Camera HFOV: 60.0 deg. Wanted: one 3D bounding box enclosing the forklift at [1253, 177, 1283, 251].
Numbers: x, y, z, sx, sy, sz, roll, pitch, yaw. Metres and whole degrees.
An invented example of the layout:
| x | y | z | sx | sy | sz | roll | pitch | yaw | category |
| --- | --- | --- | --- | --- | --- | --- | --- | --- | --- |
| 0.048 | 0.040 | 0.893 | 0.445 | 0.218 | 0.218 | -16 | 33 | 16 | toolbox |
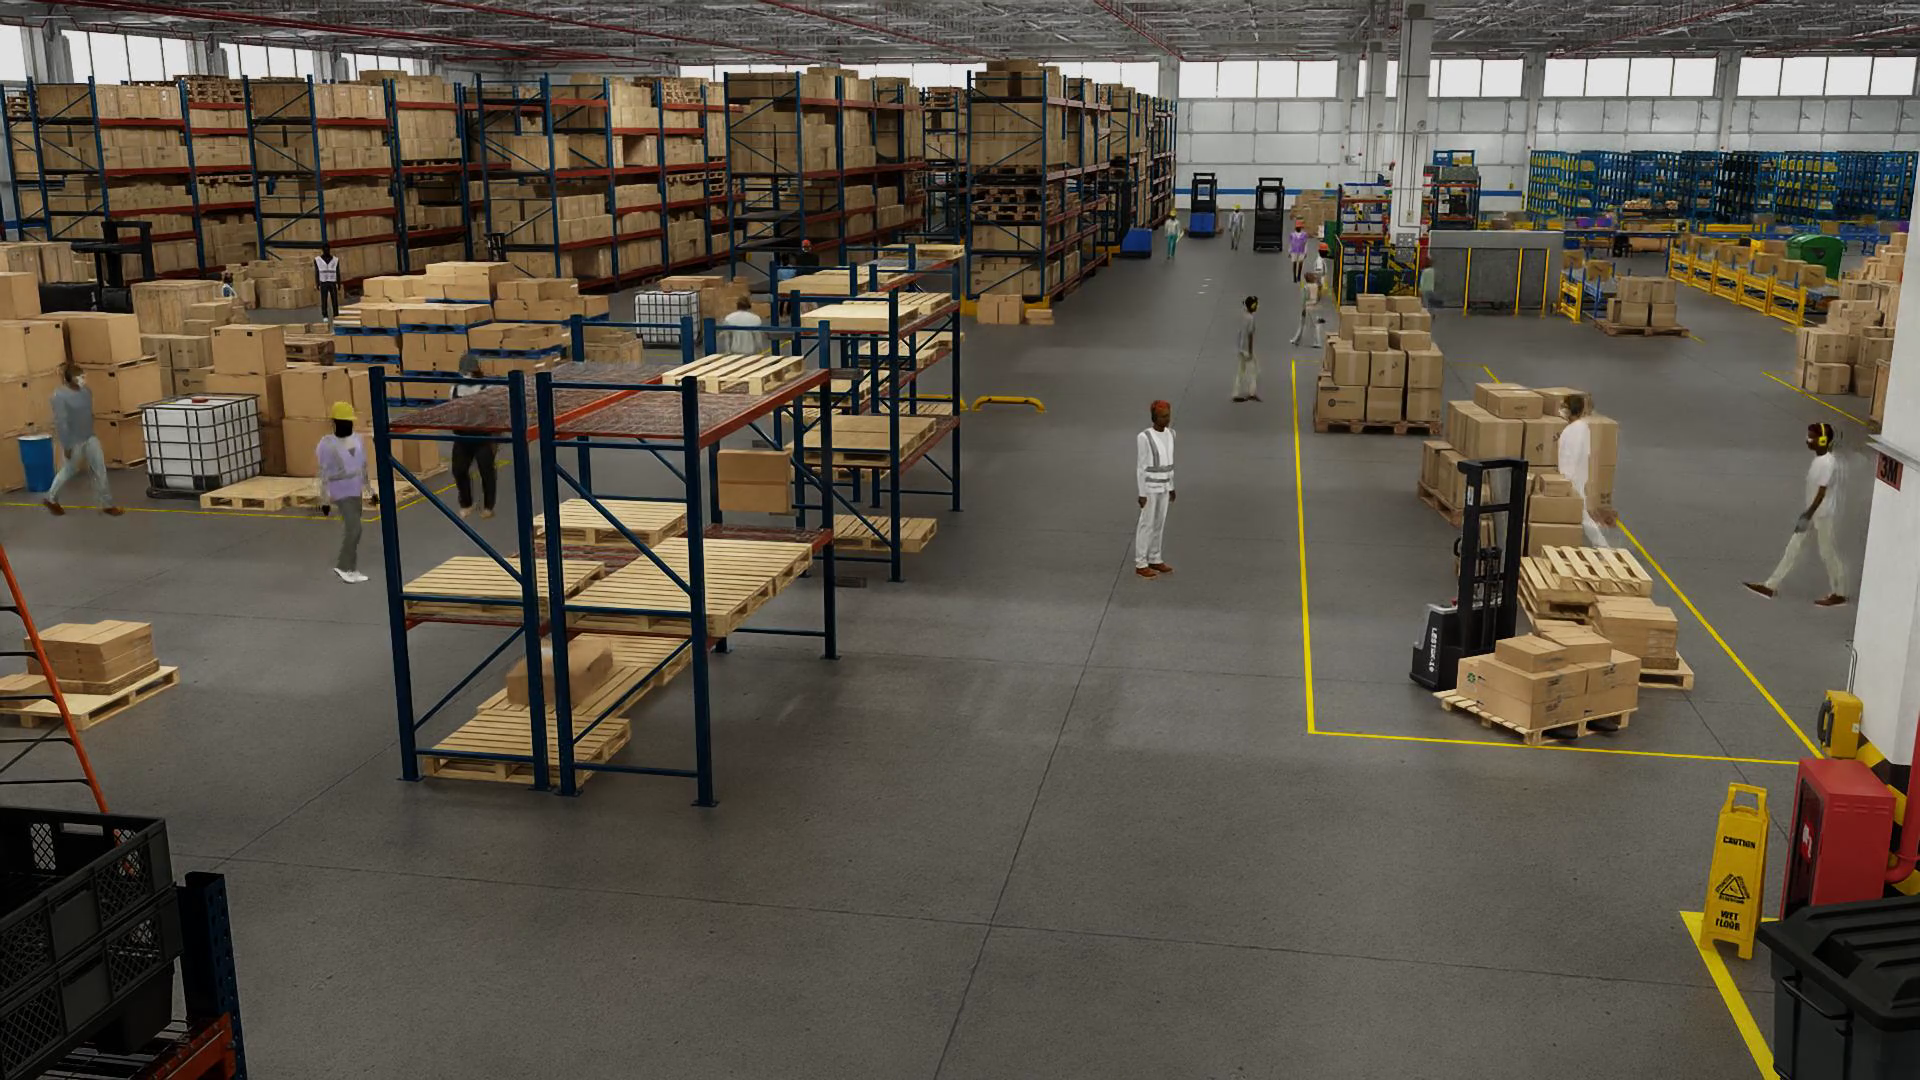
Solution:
| x | y | z | sx | sy | sz | roll | pitch | yaw | category |
| --- | --- | --- | --- | --- | --- | --- | --- | --- | --- |
| 12.083 | -12.747 | 64.956 | 1.129 | 2.768 | 1.873 | 3 | 14 | 10 | forklift |

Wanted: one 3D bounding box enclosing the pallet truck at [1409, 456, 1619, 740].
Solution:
| x | y | z | sx | sy | sz | roll | pitch | yaw | category |
| --- | --- | --- | --- | --- | --- | --- | --- | --- | --- |
| 4.504 | 0.400 | 13.395 | 0.823 | 1.965 | 1.885 | -6 | 15 | -23 | pallet truck |

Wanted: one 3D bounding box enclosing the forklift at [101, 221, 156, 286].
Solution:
| x | y | z | sx | sy | sz | roll | pitch | yaw | category |
| --- | --- | --- | --- | --- | --- | --- | --- | --- | --- |
| -16.772 | -5.071 | 33.793 | 1.129 | 2.768 | 1.873 | 3 | 14 | 10 | forklift |

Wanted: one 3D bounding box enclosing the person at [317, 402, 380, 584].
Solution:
| x | y | z | sx | sy | sz | roll | pitch | yaw | category |
| --- | --- | --- | --- | --- | --- | --- | --- | --- | --- |
| -6.302 | -0.484 | 17.174 | 0.438 | 1.909 | 0.590 | 4 | 14 | 17 | person |

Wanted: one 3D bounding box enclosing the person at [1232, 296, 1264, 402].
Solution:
| x | y | z | sx | sy | sz | roll | pitch | yaw | category |
| --- | --- | --- | --- | --- | --- | --- | --- | --- | --- |
| 5.005 | -3.286 | 28.686 | 0.676 | 1.848 | 0.534 | -5 | 15 | -20 | person |

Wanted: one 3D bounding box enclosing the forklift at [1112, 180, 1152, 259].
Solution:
| x | y | z | sx | sy | sz | roll | pitch | yaw | category |
| --- | --- | --- | --- | --- | --- | --- | --- | --- | --- |
| 6.082 | -11.722 | 60.796 | 1.873 | 2.768 | 1.129 | 2 | 14 | 9 | forklift |

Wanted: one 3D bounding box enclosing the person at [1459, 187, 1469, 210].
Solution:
| x | y | z | sx | sy | sz | roll | pitch | yaw | category |
| --- | --- | --- | --- | --- | --- | --- | --- | --- | --- |
| 24.684 | -16.341 | 81.534 | 0.604 | 1.924 | 0.854 | -8 | 16 | -29 | person |

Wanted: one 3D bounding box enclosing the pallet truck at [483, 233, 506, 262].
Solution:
| x | y | z | sx | sy | sz | roll | pitch | yaw | category |
| --- | --- | --- | --- | --- | --- | --- | --- | --- | --- |
| -11.832 | -7.026 | 43.548 | 1.885 | 1.965 | 0.823 | 8 | 16 | 28 | pallet truck |

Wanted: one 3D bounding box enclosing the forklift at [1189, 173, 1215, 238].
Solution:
| x | y | z | sx | sy | sz | roll | pitch | yaw | category |
| --- | --- | --- | --- | --- | --- | --- | --- | --- | --- |
| 10.590 | -14.589 | 72.436 | 1.129 | 2.768 | 1.873 | 2 | 14 | 10 | forklift |

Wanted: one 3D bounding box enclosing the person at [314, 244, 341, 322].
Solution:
| x | y | z | sx | sy | sz | roll | pitch | yaw | category |
| --- | --- | --- | --- | --- | --- | --- | --- | --- | --- |
| -15.524 | -6.323 | 40.878 | 0.587 | 1.911 | 0.397 | -8 | 16 | -29 | person |

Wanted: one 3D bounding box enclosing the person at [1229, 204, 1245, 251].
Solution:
| x | y | z | sx | sy | sz | roll | pitch | yaw | category |
| --- | --- | --- | --- | --- | --- | --- | --- | --- | --- |
| 10.838 | -12.239 | 65.119 | 0.589 | 1.802 | 0.692 | 2 | 14 | 8 | person |

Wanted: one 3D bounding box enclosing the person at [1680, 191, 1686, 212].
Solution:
| x | y | z | sx | sy | sz | roll | pitch | yaw | category |
| --- | --- | --- | --- | --- | --- | --- | --- | --- | --- |
| 35.039 | -16.045 | 80.548 | 0.730 | 1.814 | 0.582 | 1 | 14 | 5 | person |

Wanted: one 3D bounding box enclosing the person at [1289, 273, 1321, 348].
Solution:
| x | y | z | sx | sy | sz | roll | pitch | yaw | category |
| --- | --- | --- | --- | --- | --- | --- | --- | --- | --- |
| 7.546 | -4.981 | 36.039 | 0.543 | 1.597 | 0.839 | -10 | 17 | -34 | person |

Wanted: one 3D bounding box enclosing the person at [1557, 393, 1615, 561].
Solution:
| x | y | z | sx | sy | sz | roll | pitch | yaw | category |
| --- | --- | --- | --- | --- | --- | --- | --- | --- | --- |
| 6.576 | -0.625 | 17.777 | 1.004 | 1.902 | 0.646 | 5 | 15 | 19 | person |

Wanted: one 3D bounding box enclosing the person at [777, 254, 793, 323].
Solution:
| x | y | z | sx | sy | sz | roll | pitch | yaw | category |
| --- | --- | --- | --- | --- | --- | --- | --- | --- | --- |
| -4.274 | -6.151 | 40.634 | 0.322 | 1.684 | 0.566 | 10 | 17 | 36 | person |

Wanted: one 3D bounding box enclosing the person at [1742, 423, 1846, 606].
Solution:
| x | y | z | sx | sy | sz | roll | pitch | yaw | category |
| --- | --- | --- | --- | --- | --- | --- | --- | --- | --- |
| 8.343 | -0.240 | 16.365 | 0.960 | 1.817 | 0.512 | 2 | 14 | 8 | person |

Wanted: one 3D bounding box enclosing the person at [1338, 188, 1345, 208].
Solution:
| x | y | z | sx | sy | sz | roll | pitch | yaw | category |
| --- | --- | --- | --- | --- | --- | --- | --- | --- | --- |
| 18.344 | -15.955 | 79.963 | 1.085 | 1.927 | 0.629 | -3 | 14 | -11 | person |

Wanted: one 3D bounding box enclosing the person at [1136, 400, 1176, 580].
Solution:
| x | y | z | sx | sy | sz | roll | pitch | yaw | category |
| --- | --- | --- | --- | --- | --- | --- | --- | --- | --- |
| 2.060 | -0.534 | 17.428 | 0.354 | 1.881 | 0.576 | 13 | 19 | 42 | person |

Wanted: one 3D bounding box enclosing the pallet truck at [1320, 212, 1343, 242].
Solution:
| x | y | z | sx | sy | sz | roll | pitch | yaw | category |
| --- | --- | --- | --- | --- | --- | --- | --- | --- | --- |
| 15.874 | -13.227 | 70.310 | 0.680 | 1.201 | 1.601 | 10 | 17 | 35 | pallet truck |

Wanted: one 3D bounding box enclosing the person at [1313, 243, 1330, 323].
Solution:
| x | y | z | sx | sy | sz | roll | pitch | yaw | category |
| --- | --- | --- | --- | --- | --- | --- | --- | --- | --- |
| 8.827 | -6.289 | 40.675 | 0.378 | 1.938 | 0.547 | 3 | 14 | 13 | person |

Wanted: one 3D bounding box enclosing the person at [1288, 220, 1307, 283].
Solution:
| x | y | z | sx | sy | sz | roll | pitch | yaw | category |
| --- | --- | --- | --- | --- | --- | --- | --- | --- | --- |
| 10.382 | -8.869 | 51.188 | 0.564 | 1.915 | 0.511 | 3 | 14 | 12 | person |

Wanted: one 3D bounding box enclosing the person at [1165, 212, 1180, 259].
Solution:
| x | y | z | sx | sy | sz | roll | pitch | yaw | category |
| --- | --- | --- | --- | --- | --- | --- | --- | --- | --- |
| 7.761 | -11.108 | 60.708 | 0.528 | 1.710 | 0.934 | 1 | 14 | 4 | person |

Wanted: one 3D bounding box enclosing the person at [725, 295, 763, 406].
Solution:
| x | y | z | sx | sy | sz | roll | pitch | yaw | category |
| --- | --- | --- | --- | --- | --- | --- | --- | --- | --- |
| -3.633 | -3.149 | 27.946 | 0.639 | 1.926 | 0.606 | 0 | 14 | 0 | person |

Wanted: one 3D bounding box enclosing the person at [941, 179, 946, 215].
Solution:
| x | y | z | sx | sy | sz | roll | pitch | yaw | category |
| --- | --- | --- | --- | --- | --- | --- | --- | --- | --- |
| -0.774 | -19.171 | 92.868 | 0.622 | 1.990 | 0.402 | 2 | 14 | 6 | person |

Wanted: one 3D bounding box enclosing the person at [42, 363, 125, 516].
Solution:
| x | y | z | sx | sy | sz | roll | pitch | yaw | category |
| --- | --- | --- | --- | --- | --- | --- | --- | --- | --- |
| -10.749 | -1.209 | 20.151 | 0.969 | 1.906 | 0.640 | 3 | 14 | 12 | person |

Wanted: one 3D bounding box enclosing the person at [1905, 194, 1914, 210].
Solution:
| x | y | z | sx | sy | sz | roll | pitch | yaw | category |
| --- | --- | --- | --- | --- | --- | --- | --- | --- | --- |
| 45.163 | -15.696 | 79.050 | 0.390 | 1.850 | 0.564 | 3 | 14 | 12 | person |

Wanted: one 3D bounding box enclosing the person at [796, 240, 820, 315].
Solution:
| x | y | z | sx | sy | sz | roll | pitch | yaw | category |
| --- | --- | --- | --- | --- | --- | --- | --- | --- | --- |
| -3.754 | -6.398 | 41.006 | 0.609 | 1.993 | 0.384 | -4 | 14 | -17 | person |

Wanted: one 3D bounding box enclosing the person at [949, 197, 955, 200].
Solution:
| x | y | z | sx | sy | sz | roll | pitch | yaw | category |
| --- | --- | --- | --- | --- | --- | --- | --- | --- | --- |
| -0.428 | -18.292 | 89.537 | 0.566 | 1.900 | 0.976 | 2 | 14 | 8 | person |

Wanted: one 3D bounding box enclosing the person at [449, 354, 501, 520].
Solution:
| x | y | z | sx | sy | sz | roll | pitch | yaw | category |
| --- | --- | --- | --- | --- | --- | --- | --- | --- | --- |
| -5.831 | -1.233 | 19.938 | 0.692 | 2.000 | 0.603 | 2 | 14 | 9 | person |

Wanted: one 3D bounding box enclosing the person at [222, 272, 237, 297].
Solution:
| x | y | z | sx | sy | sz | roll | pitch | yaw | category |
| --- | --- | --- | --- | --- | --- | --- | --- | --- | --- |
| -15.728 | -4.949 | 35.849 | 0.308 | 1.640 | 0.510 | -3 | 14 | -14 | person |

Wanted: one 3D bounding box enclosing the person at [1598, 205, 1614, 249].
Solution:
| x | y | z | sx | sy | sz | roll | pitch | yaw | category |
| --- | --- | --- | --- | --- | --- | --- | --- | --- | --- |
| 25.605 | -12.367 | 65.808 | 0.901 | 1.722 | 0.526 | 1 | 14 | 3 | person |

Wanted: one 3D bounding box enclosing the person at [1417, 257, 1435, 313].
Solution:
| x | y | z | sx | sy | sz | roll | pitch | yaw | category |
| --- | --- | --- | --- | --- | --- | --- | --- | --- | --- |
| 11.257 | -6.030 | 40.260 | 0.352 | 1.617 | 0.522 | 13 | 19 | 41 | person |
